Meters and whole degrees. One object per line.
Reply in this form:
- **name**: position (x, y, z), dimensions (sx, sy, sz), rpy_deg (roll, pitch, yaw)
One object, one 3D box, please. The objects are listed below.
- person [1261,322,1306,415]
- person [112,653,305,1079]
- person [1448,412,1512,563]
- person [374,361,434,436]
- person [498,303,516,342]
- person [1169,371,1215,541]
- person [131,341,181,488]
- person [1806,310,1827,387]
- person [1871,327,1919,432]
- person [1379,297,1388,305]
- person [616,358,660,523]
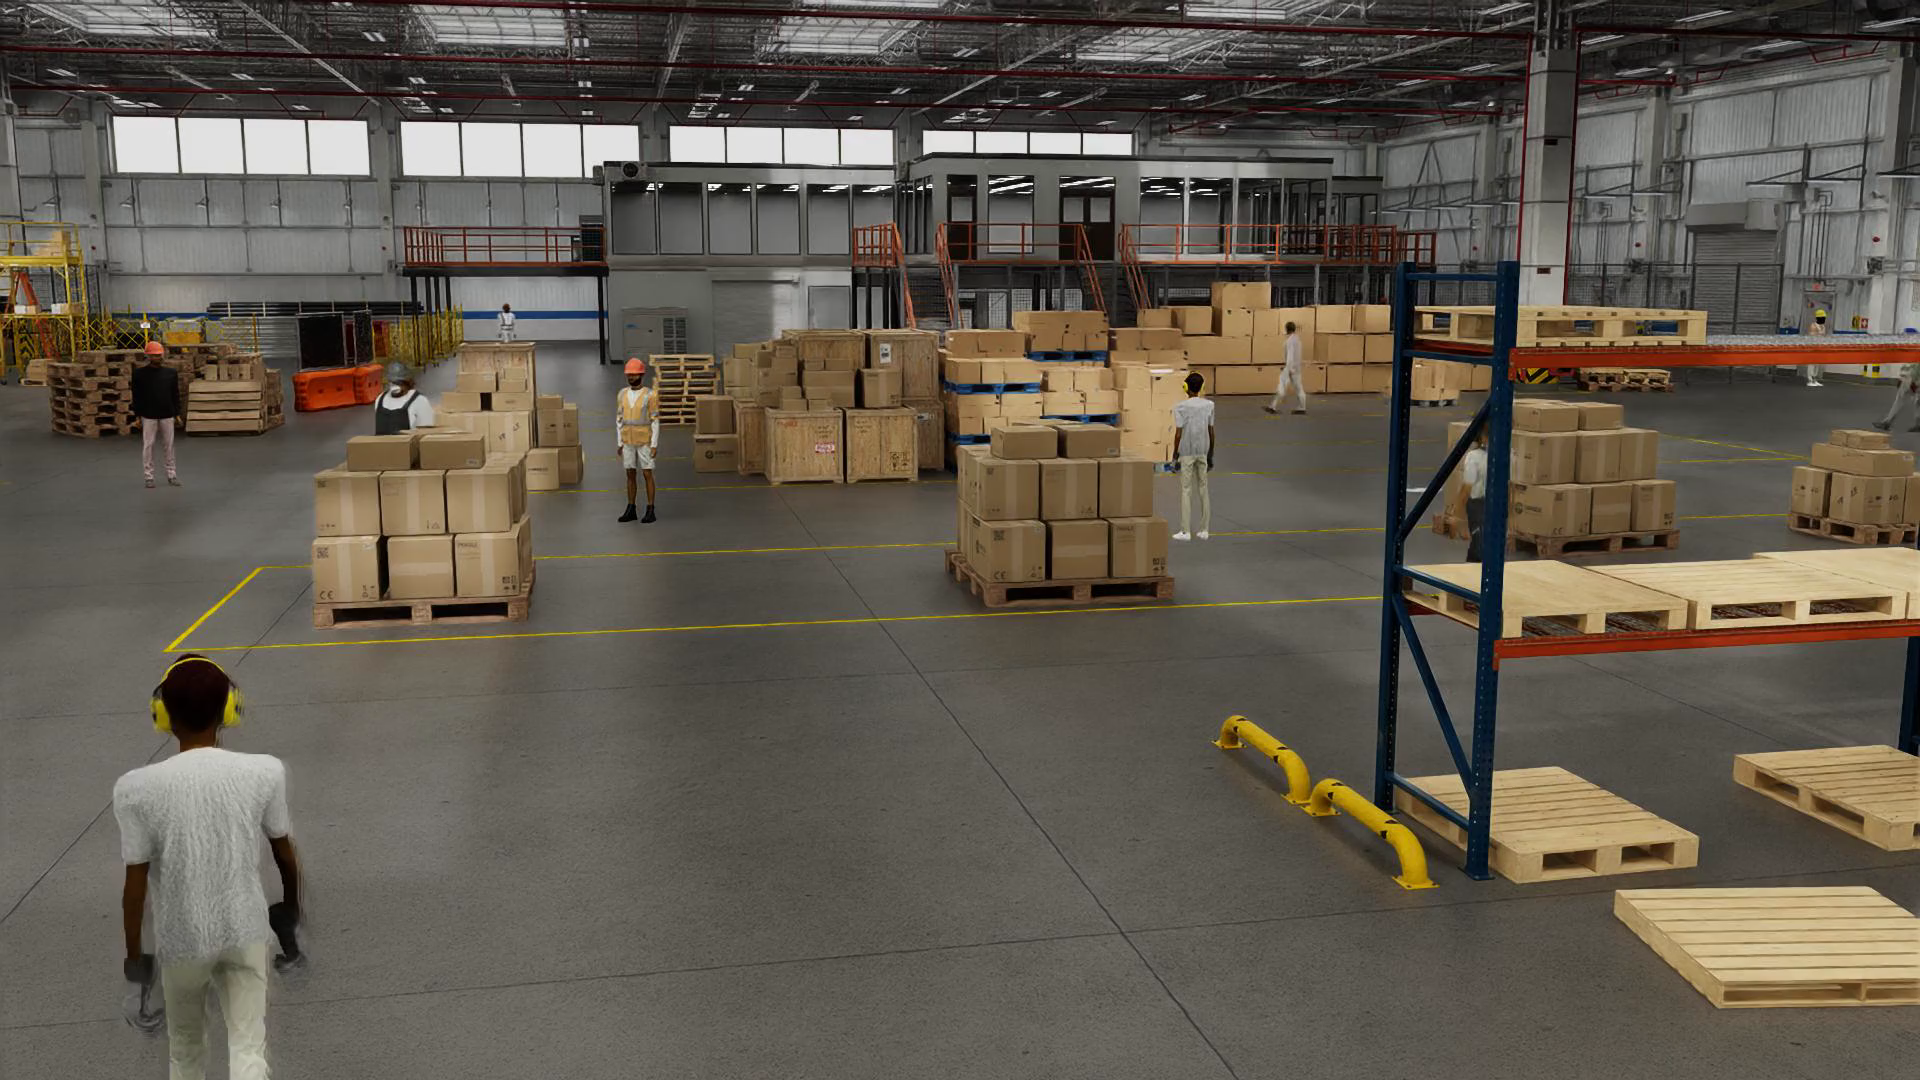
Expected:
- **person**: position (6.657, -3.501, 33.959), dimensions (0.996, 1.888, 0.648), rpy_deg (5, 11, 29)
- **person**: position (-2.352, 1.248, 5.238), dimensions (0.559, 1.814, 0.982), rpy_deg (-6, 11, -32)
- **person**: position (4.279, -0.183, 13.967), dimensions (0.540, 1.814, 0.852), rpy_deg (-7, 12, -36)
- **person**: position (-5.943, -0.902, 17.672), dimensions (0.709, 2.000, 0.535), rpy_deg (3, 10, 16)
- **person**: position (-14.613, -6.701, 53.576), dimensions (0.584, 1.865, 0.741), rpy_deg (-8, 12, -41)
- **person**: position (2.556, -0.917, 18.298), dimensions (0.521, 1.869, 0.327), rpy_deg (-3, 10, -16)
- **person**: position (-10.993, -1.716, 22.780), dimensions (0.611, 1.994, 0.380), rpy_deg (-7, 12, -38)
- **person**: position (21.663, -4.844, 42.037), dimensions (0.594, 1.929, 0.352), rpy_deg (-7, 12, -38)
- **person**: position (17.248, -2.923, 30.400), dimensions (0.938, 1.898, 0.642), rpy_deg (6, 11, 34)
- **person**: position (14.637, -7.448, 57.827), dimensions (0.447, 1.970, 0.632), rpy_deg (1, 9, 6)
- **person**: position (-3.801, -1.164, 19.574), dimensions (0.548, 1.942, 0.348), rpy_deg (3, 10, 18)
